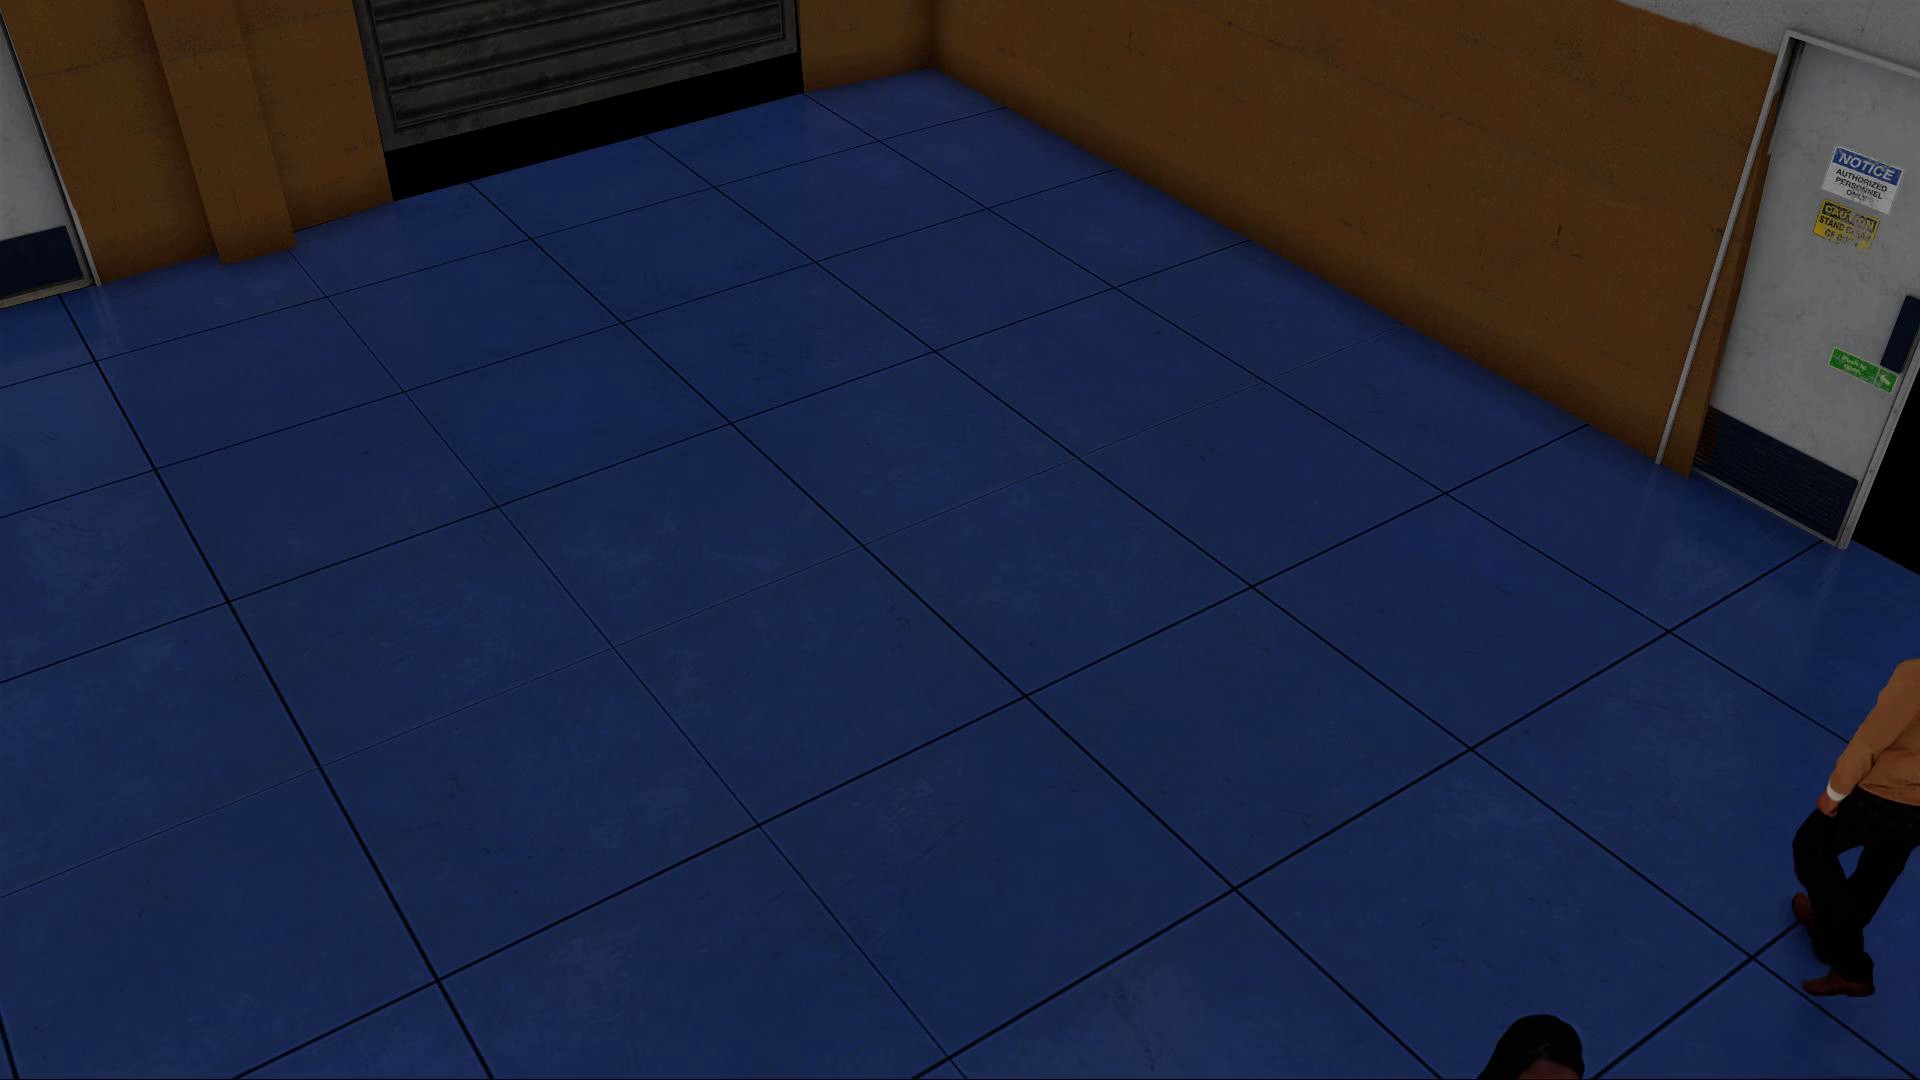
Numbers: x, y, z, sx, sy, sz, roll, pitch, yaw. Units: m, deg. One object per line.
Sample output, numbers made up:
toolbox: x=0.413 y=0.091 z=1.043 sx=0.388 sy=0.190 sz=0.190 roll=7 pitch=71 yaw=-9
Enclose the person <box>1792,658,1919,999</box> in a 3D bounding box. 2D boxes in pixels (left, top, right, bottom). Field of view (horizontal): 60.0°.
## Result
person: x=3.143 y=0.886 z=5.513 sx=0.929 sy=1.746 sz=0.947 roll=-4 pitch=37 yaw=-5
